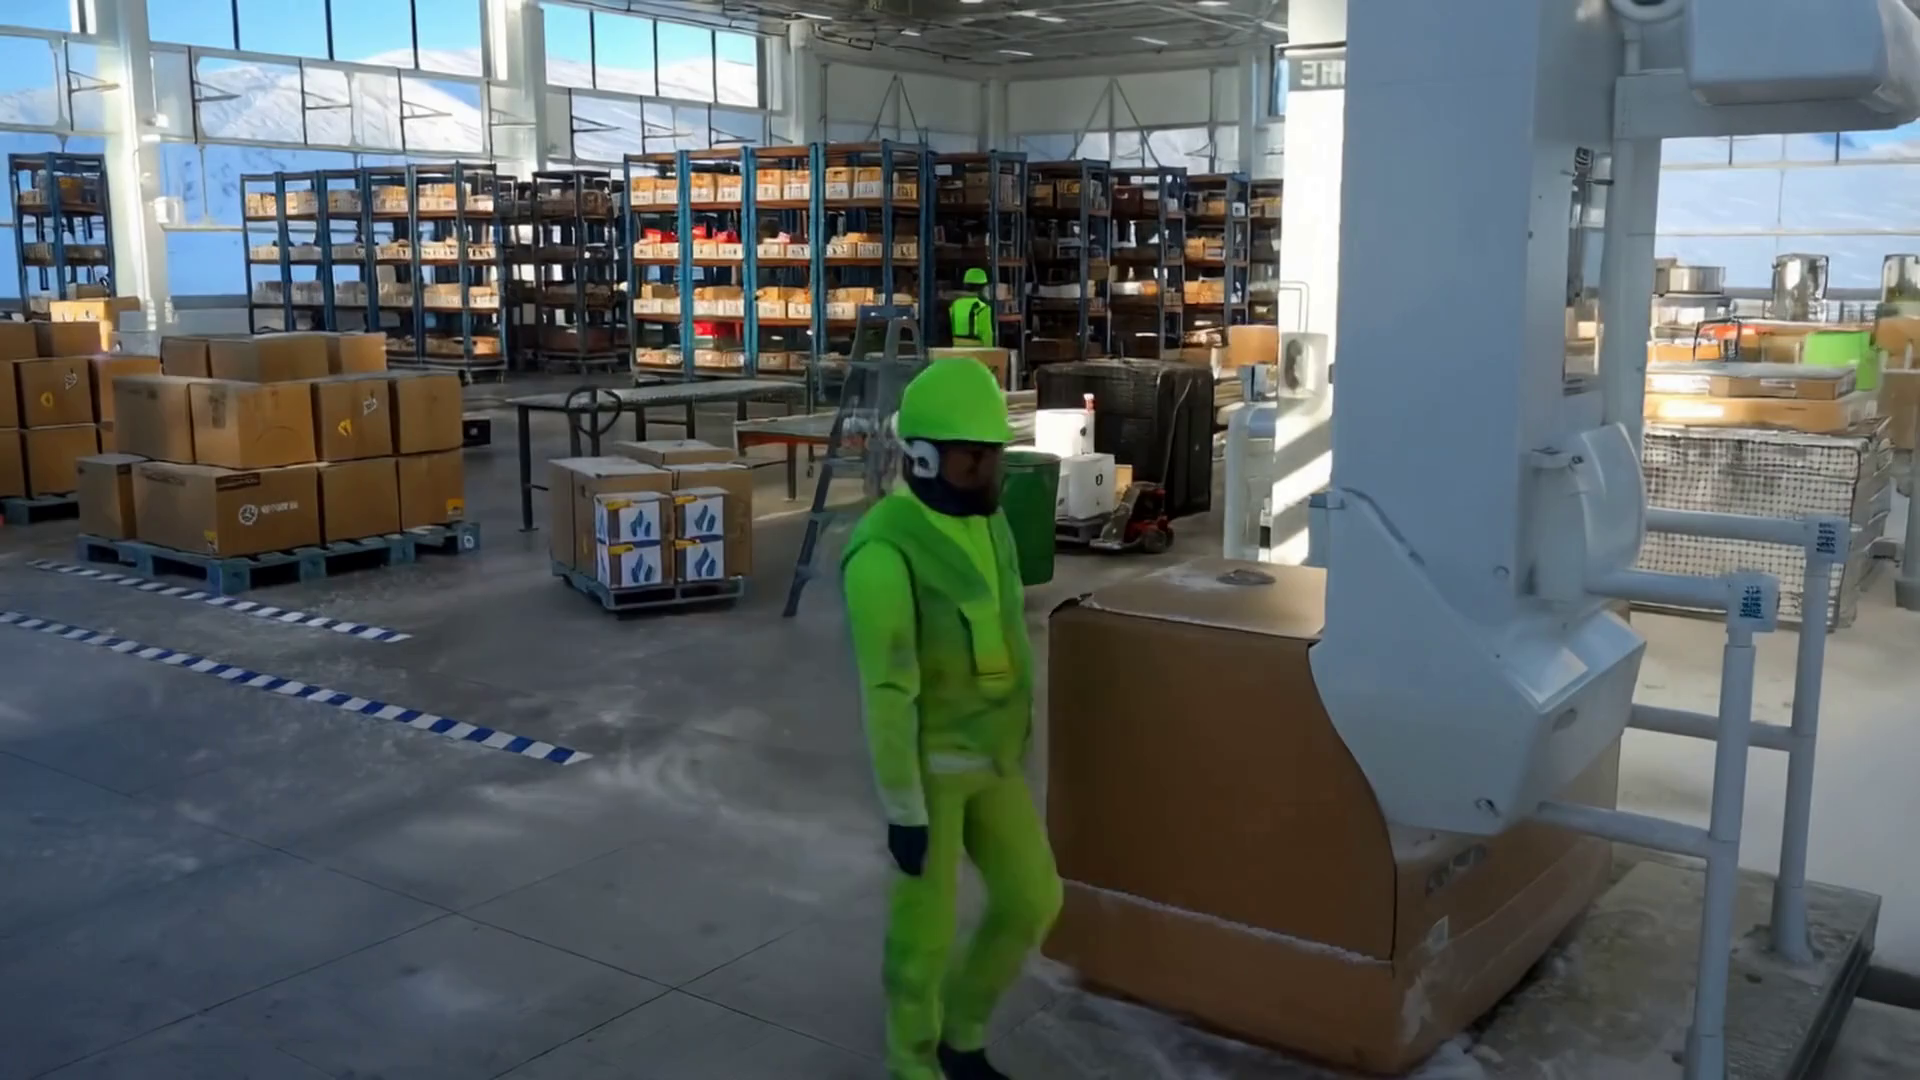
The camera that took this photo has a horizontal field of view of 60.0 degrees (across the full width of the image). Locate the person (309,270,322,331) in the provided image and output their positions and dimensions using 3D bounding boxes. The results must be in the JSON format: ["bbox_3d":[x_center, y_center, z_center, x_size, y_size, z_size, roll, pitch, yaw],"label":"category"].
[{"bbox_3d":[-12.103,-4.190,31.571,0.571,1.843,0.373,4,10,21],"label":"person"}]

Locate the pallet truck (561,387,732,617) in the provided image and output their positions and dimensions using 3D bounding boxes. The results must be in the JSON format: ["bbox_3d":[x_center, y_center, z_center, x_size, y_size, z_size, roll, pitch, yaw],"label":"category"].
[{"bbox_3d":[-1.981,-0.274,10.088,0.680,1.201,1.601,-5,11,-28],"label":"pallet truck"}]

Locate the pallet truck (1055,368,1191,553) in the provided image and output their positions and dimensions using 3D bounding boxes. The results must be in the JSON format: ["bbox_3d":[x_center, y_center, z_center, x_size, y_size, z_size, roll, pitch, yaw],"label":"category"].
[{"bbox_3d":[0.845,-0.609,11.869,1.630,1.274,0.653,7,12,35],"label":"pallet truck"}]

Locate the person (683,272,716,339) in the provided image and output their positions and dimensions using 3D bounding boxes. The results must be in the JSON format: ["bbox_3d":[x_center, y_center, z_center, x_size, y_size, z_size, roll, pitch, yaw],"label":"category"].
[{"bbox_3d":[-4.613,-3.821,29.415,0.600,1.831,0.404,-3,10,-19],"label":"person"}]

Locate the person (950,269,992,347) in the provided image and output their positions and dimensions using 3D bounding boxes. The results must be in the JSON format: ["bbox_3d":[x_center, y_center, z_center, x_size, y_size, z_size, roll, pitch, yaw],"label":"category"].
[{"bbox_3d":[0.139,-2.022,18.399,0.425,1.938,0.603,-8,12,-40],"label":"person"}]

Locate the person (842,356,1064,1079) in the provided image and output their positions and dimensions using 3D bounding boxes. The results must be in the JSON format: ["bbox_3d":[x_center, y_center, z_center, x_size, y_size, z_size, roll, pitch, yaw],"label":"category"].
[{"bbox_3d":[-0.019,0.495,3.758,0.442,1.812,0.616,5,11,29],"label":"person"}]

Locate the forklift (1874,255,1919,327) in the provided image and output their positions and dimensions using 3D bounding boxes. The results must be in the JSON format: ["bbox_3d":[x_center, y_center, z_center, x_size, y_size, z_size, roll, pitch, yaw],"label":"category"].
[{"bbox_3d":[22.089,-5.634,38.796,1.157,1.987,2.680,6,11,33],"label":"forklift"}]

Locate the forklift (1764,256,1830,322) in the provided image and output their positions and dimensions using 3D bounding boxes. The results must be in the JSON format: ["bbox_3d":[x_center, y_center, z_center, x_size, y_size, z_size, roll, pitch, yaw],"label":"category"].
[{"bbox_3d":[20.253,-5.854,40.139,1.157,1.987,2.680,7,12,35],"label":"forklift"}]

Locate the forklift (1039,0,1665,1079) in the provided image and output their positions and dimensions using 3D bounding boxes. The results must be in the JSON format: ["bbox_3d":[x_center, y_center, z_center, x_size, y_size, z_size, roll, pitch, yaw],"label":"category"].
[{"bbox_3d":[1.249,-0.137,4.360,1.873,2.768,1.129,7,12,35],"label":"forklift"}]
